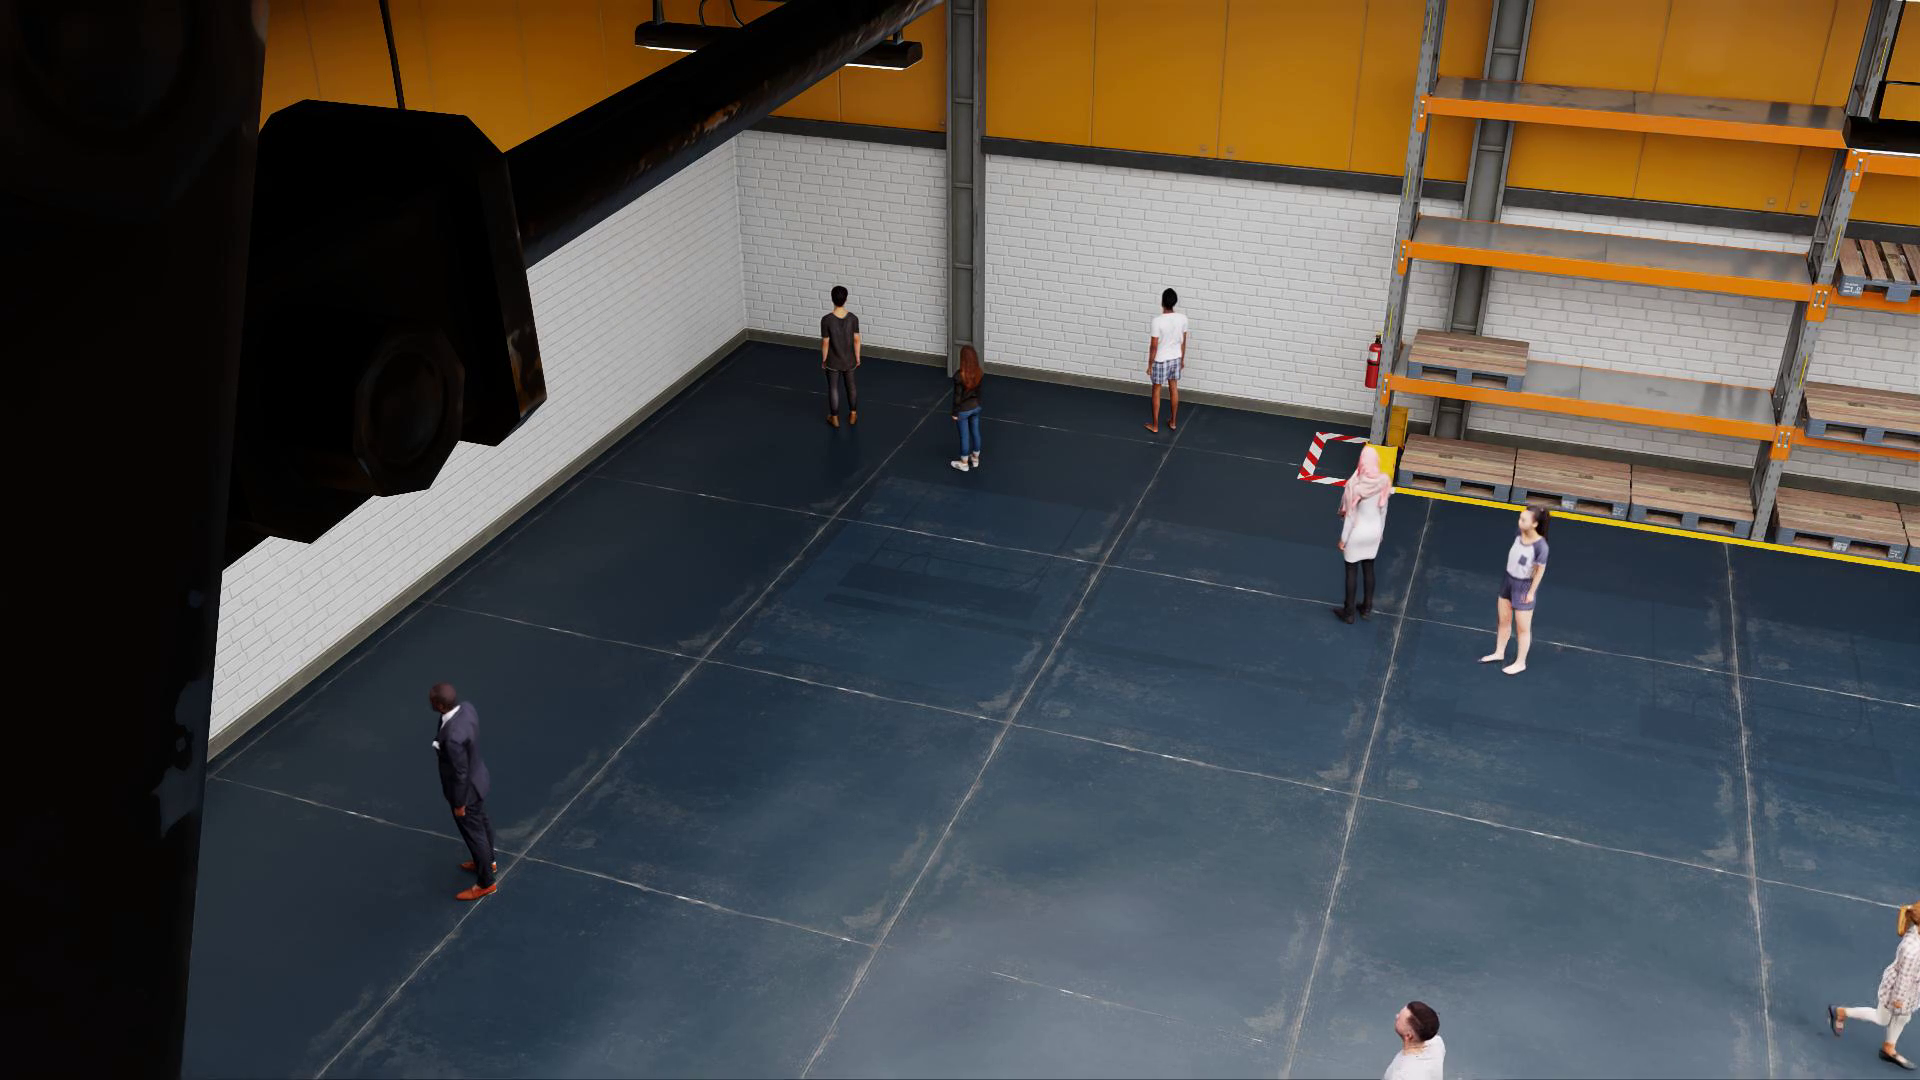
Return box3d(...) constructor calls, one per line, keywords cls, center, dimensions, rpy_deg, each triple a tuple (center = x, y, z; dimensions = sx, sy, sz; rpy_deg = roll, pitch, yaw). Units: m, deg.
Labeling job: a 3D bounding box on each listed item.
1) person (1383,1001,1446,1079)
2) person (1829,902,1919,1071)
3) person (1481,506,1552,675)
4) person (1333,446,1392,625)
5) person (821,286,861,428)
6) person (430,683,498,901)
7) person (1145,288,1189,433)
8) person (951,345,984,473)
box3d(cls="person", center=(2.562, 3.364, 9.362), dimensions=(0.852, 1.819, 0.917), rpy_deg=(-22, 36, -35))
box3d(cls="person", center=(6.066, 2.856, 10.835), dimensions=(0.746, 1.300, 0.892), rpy_deg=(-24, 36, -36))
box3d(cls="person", center=(5.047, 0.435, 14.907), dimensions=(0.733, 1.650, 0.692), rpy_deg=(-9, 30, -16))
box3d(cls="person", center=(3.785, -0.053, 15.644), dimensions=(0.711, 1.803, 0.792), rpy_deg=(-9, 30, -16))
box3d(cls="person", center=(-1.408, -2.169, 19.612), dimensions=(0.675, 1.716, 0.772), rpy_deg=(-7, 29, -13))
box3d(cls="person", center=(-3.629, 1.807, 12.211), dimensions=(0.764, 1.823, 0.779), rpy_deg=(-3, 29, -6))
box3d(cls="person", center=(2.416, -2.102, 19.471), dimensions=(0.679, 1.734, 0.762), rpy_deg=(-10, 30, -17))
box3d(cls="person", center=(0.090, -1.488, 18.607), dimensions=(0.638, 1.484, 0.654), rpy_deg=(-23, 36, -35))
